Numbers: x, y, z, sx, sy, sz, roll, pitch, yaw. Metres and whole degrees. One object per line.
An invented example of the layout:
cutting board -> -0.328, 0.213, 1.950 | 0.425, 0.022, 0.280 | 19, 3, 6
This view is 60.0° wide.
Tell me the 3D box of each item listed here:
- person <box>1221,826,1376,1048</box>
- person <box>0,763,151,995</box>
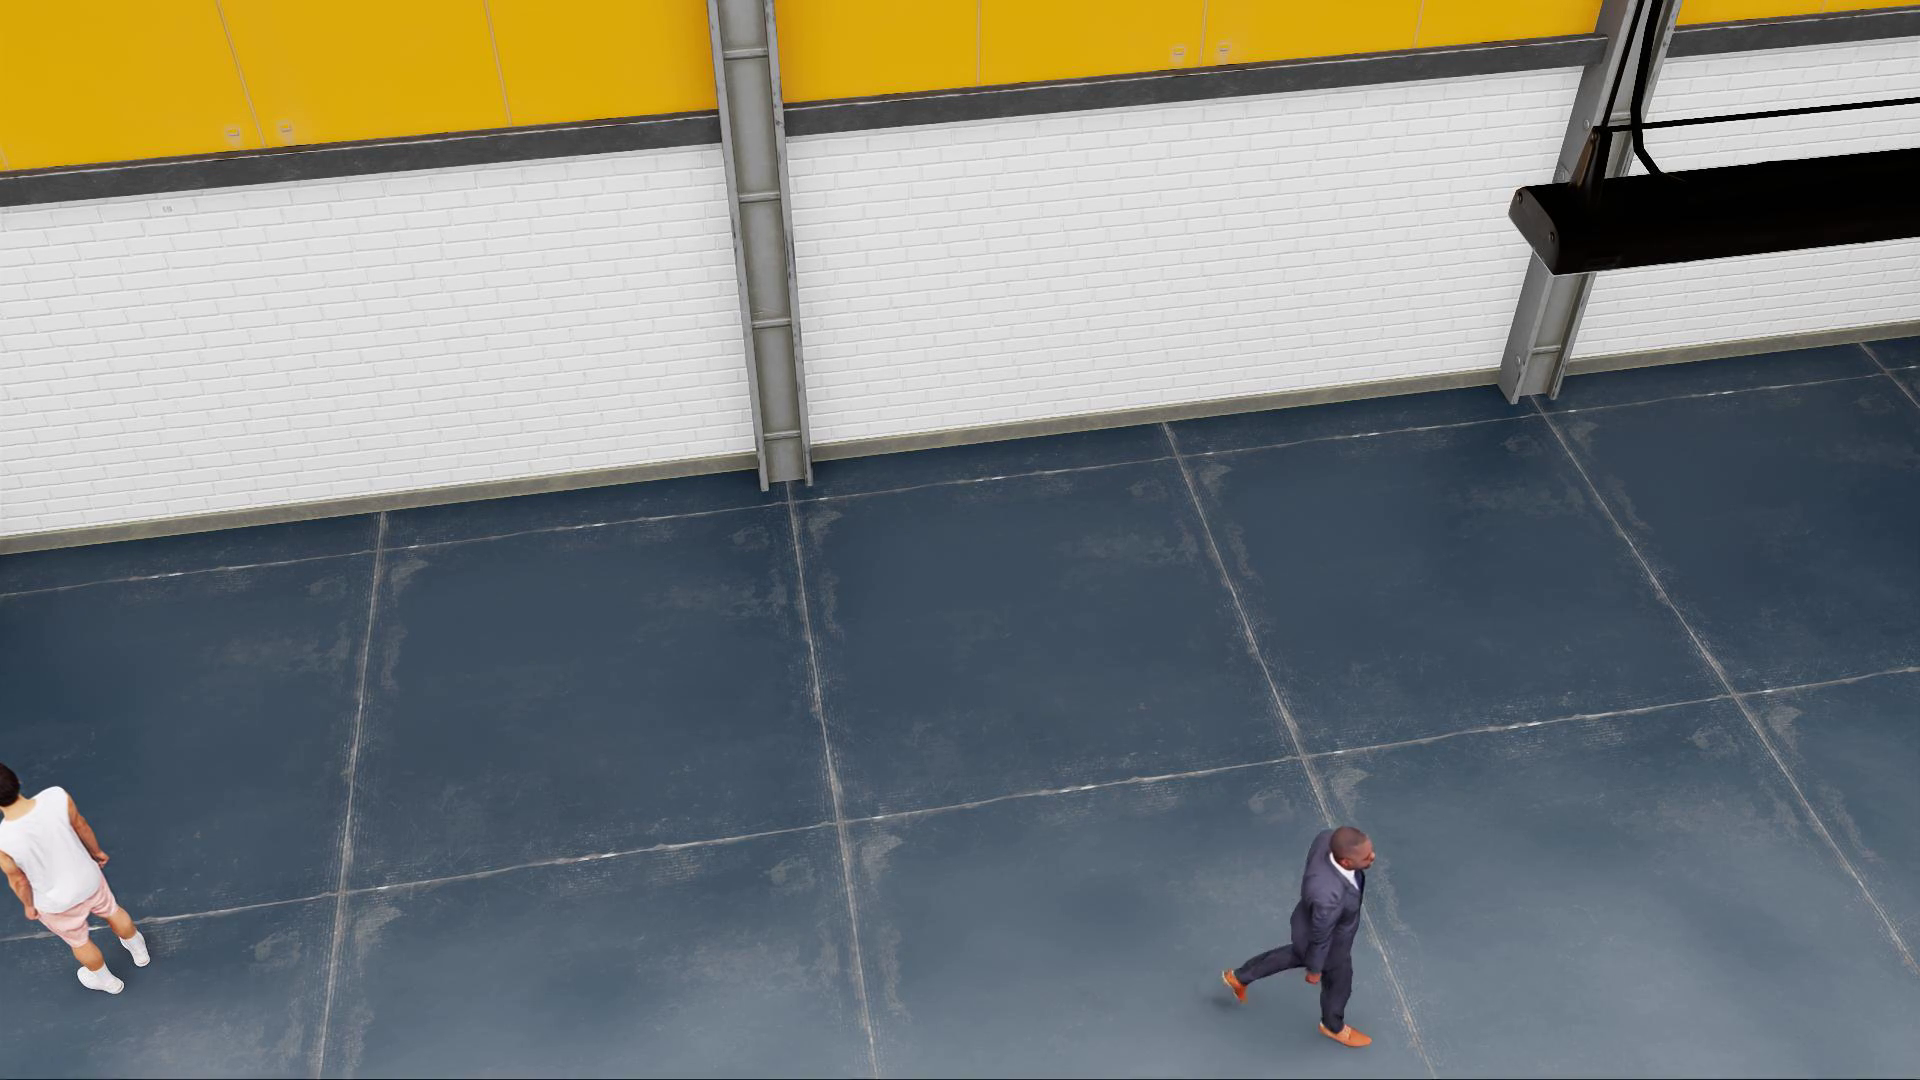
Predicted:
person -> 1.826, 2.047, 8.709 | 1.199, 1.795, 0.953 | 8, 44, 9
person -> -4.828, 1.832, 8.941 | 0.770, 1.786, 0.726 | 23, 48, 22
